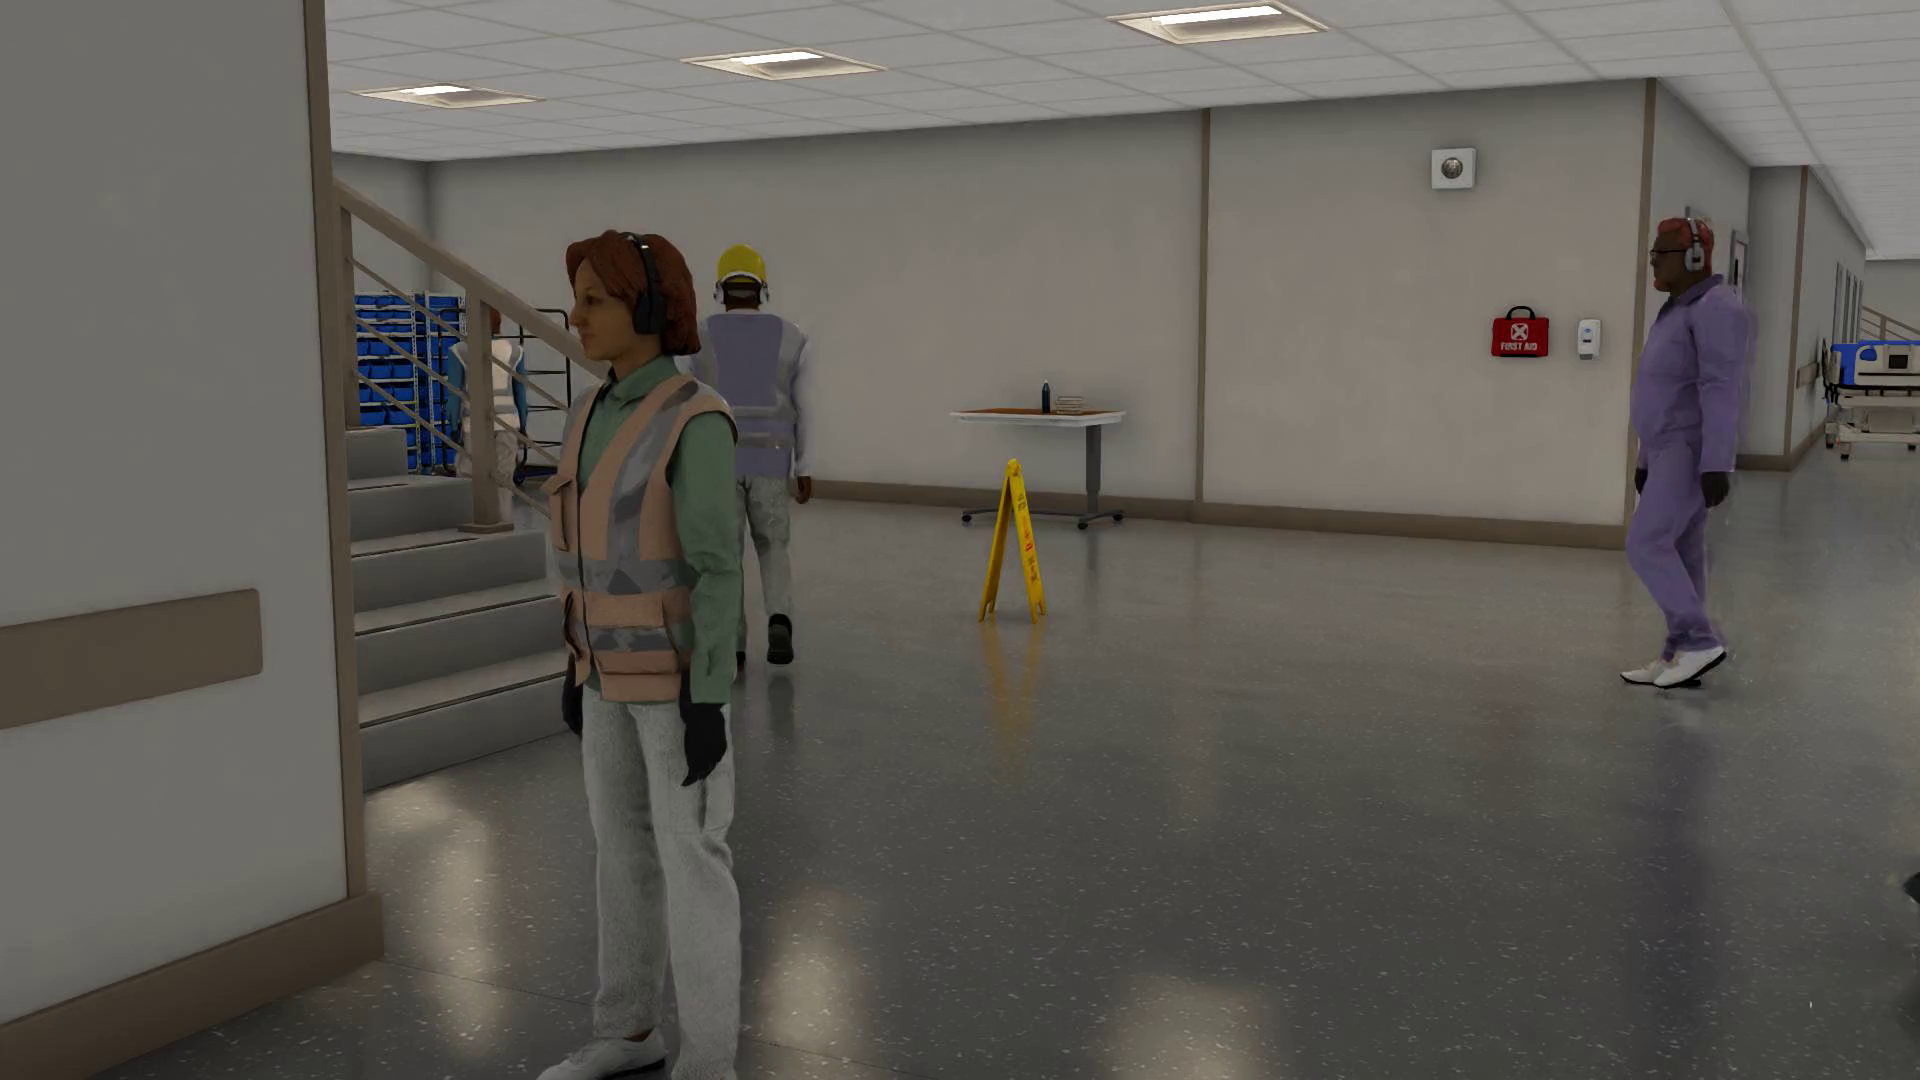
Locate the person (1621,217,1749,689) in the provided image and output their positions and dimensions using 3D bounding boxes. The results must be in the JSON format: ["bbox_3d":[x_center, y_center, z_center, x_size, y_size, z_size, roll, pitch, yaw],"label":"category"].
[{"bbox_3d":[2.862,-0.333,6.665,0.432,1.891,0.678,1,7,9],"label":"person"}]

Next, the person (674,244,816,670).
[{"bbox_3d":[-0.909,-0.334,7.010,0.598,1.817,0.460,-2,8,-14],"label":"person"}]

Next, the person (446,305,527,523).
[{"bbox_3d":[-2.955,-0.689,10.429,0.533,1.631,0.351,-5,9,-32],"label":"person"}]

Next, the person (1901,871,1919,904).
[{"bbox_3d":[2.390,0.058,3.578,0.438,1.915,0.664,2,8,17],"label":"person"}]

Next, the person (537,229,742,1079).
[{"bbox_3d":[-0.570,0.266,3.047,0.312,1.639,0.517,-6,10,-40],"label":"person"}]
